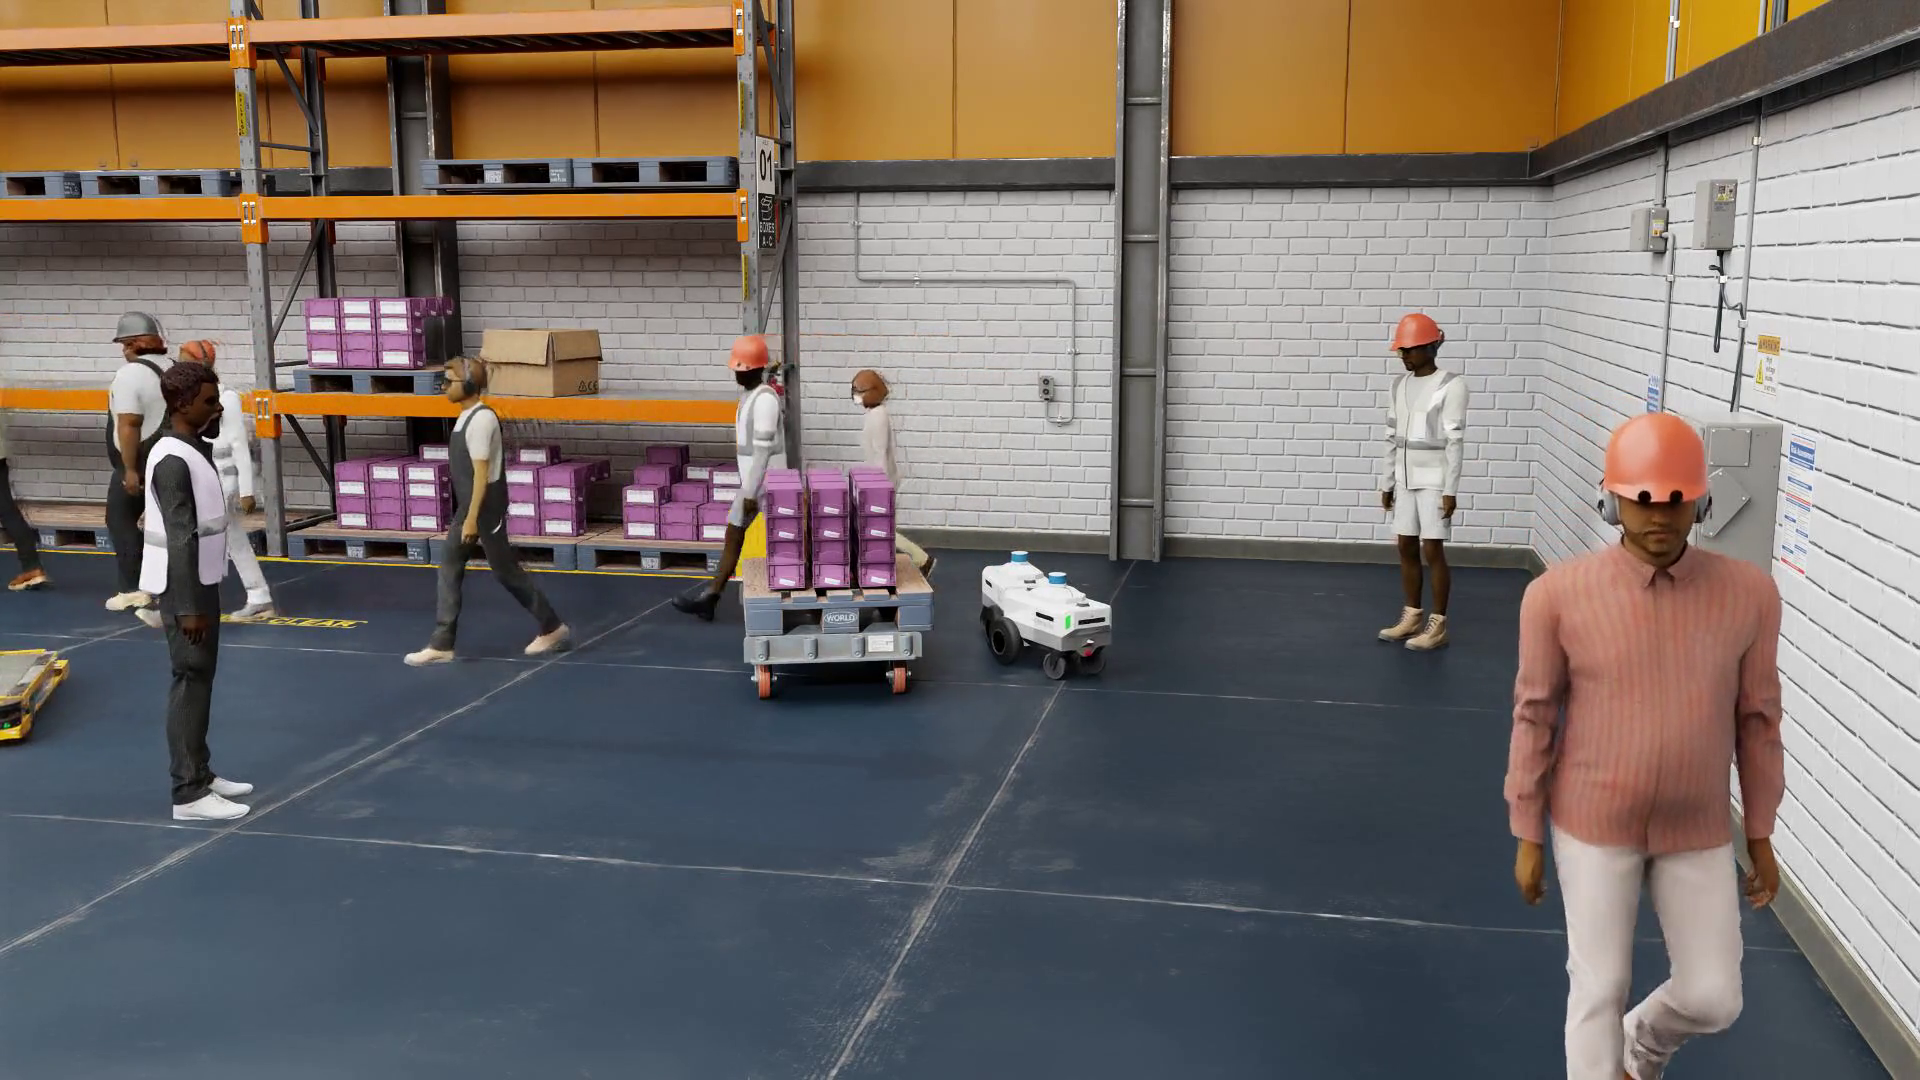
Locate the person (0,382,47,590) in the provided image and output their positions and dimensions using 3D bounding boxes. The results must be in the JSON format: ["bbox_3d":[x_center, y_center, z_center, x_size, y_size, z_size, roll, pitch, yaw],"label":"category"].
[{"bbox_3d":[-6.977,-0.590,11.781,1.043,1.943,0.627,3,10,17],"label":"person"}]

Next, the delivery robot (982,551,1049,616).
[{"bbox_3d":[0.365,0.312,10.214,0.477,0.478,0.707,-2,10,-11],"label":"delivery robot"}]

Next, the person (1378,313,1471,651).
[{"bbox_3d":[2.775,-0.351,10.077,0.409,2.028,0.620,-5,11,-28],"label":"person"}]

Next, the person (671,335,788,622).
[{"bbox_3d":[-1.350,-0.366,10.615,1.003,1.868,0.560,-4,10,-20],"label":"person"}]

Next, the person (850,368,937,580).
[{"bbox_3d":[-0.500,-0.397,11.580,0.563,1.610,0.544,-1,9,-5],"label":"person"}]

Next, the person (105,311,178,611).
[{"bbox_3d":[-5.445,-0.538,11.147,0.649,2.000,0.700,3,10,17],"label":"person"}]

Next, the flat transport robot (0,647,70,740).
[{"bbox_3d":[-5.054,0.780,8.527,0.652,0.197,1.431,-3,10,-19],"label":"flat transport robot"}]

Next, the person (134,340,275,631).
[{"bbox_3d":[-4.823,-0.333,10.516,0.609,1.832,0.979,8,12,39],"label":"person"}]

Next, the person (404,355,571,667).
[{"bbox_3d":[-2.754,-0.179,9.694,0.936,1.808,0.521,-6,11,-33],"label":"person"}]

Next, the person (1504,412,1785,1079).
[{"bbox_3d":[1.632,0.672,4.023,0.642,1.981,0.575,1,9,6],"label":"person"}]

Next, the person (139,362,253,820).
[{"bbox_3d":[-3.239,0.214,6.996,0.370,1.914,0.597,-3,10,-19],"label":"person"}]

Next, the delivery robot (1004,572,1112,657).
[{"bbox_3d":[0.556,0.429,9.509,0.477,0.478,0.707,-5,11,-30],"label":"delivery robot"}]
